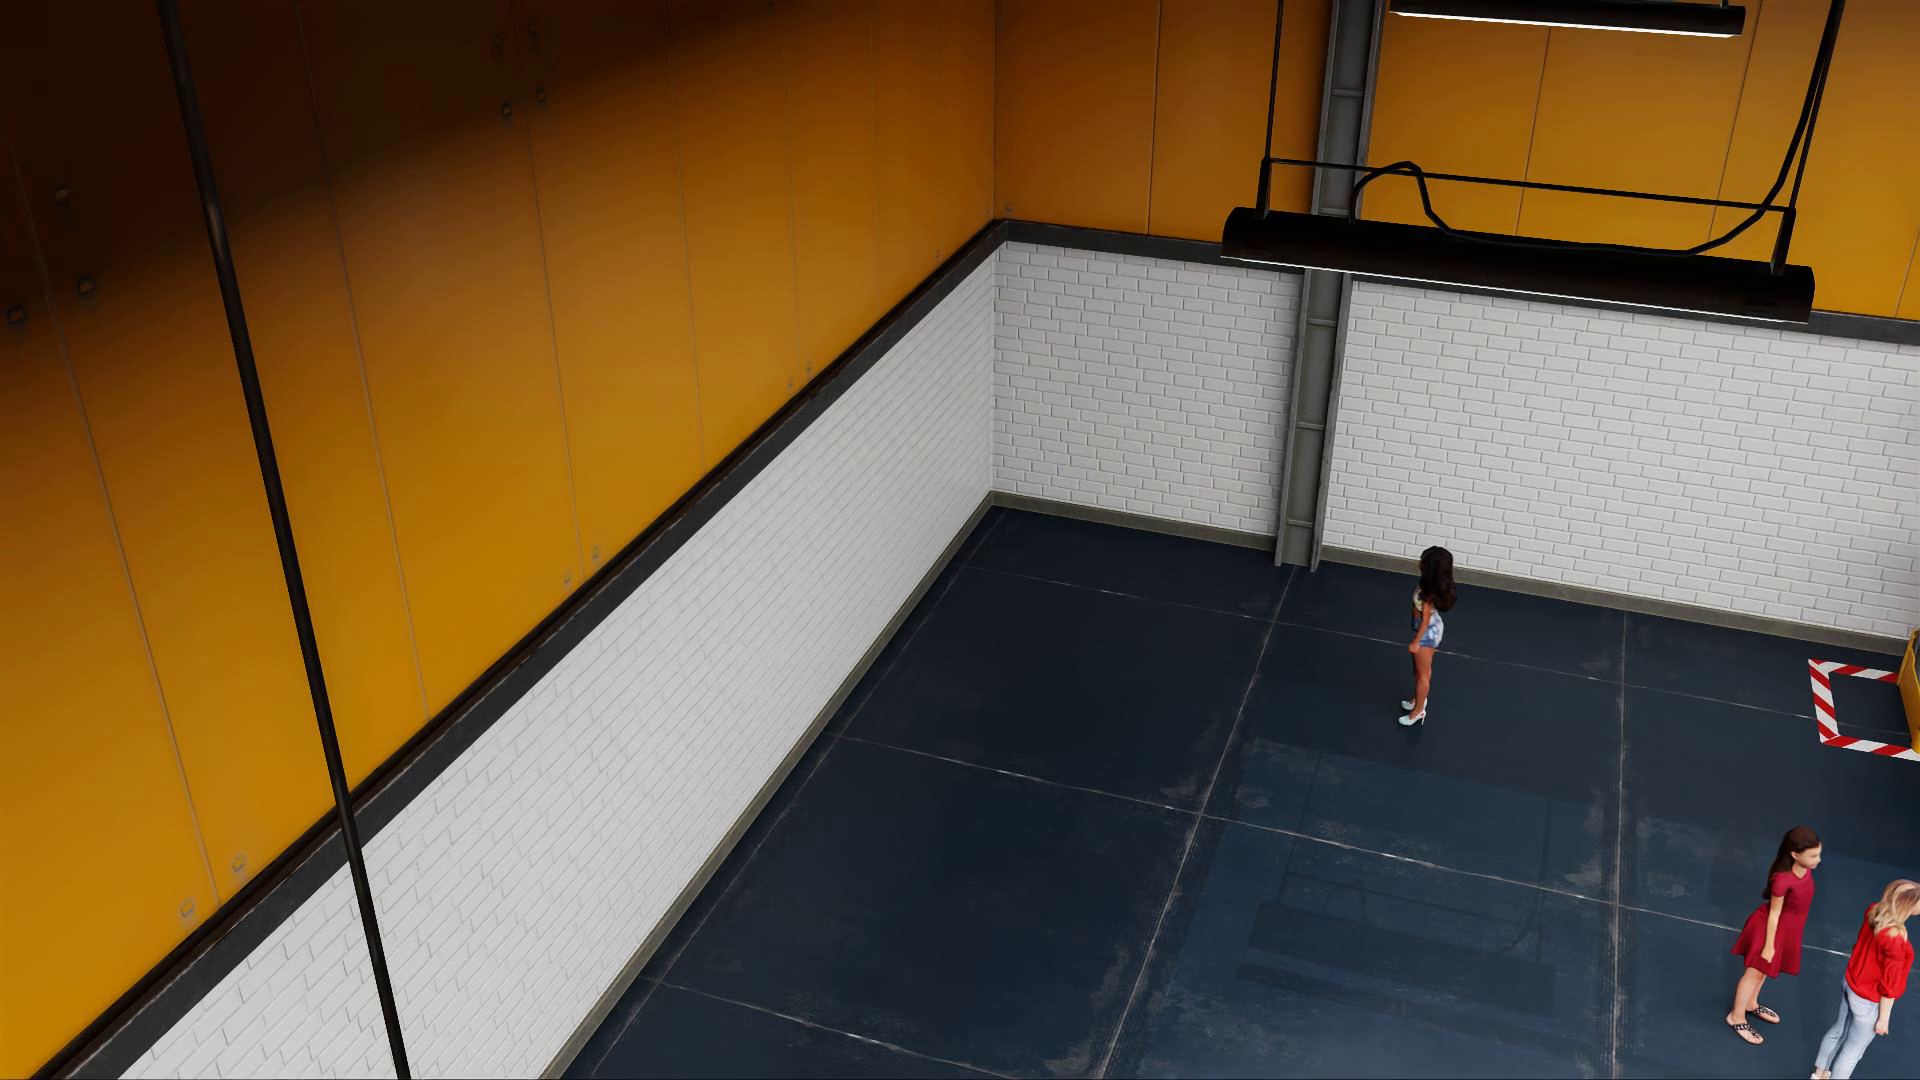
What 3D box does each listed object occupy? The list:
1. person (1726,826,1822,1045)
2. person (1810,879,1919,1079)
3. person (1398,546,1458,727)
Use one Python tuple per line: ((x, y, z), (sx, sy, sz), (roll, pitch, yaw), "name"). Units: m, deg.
((5.108, 2.432, 10.423), (0.653, 1.553, 0.713), (-25, 37, -37), "person")
((5.347, 2.677, 9.815), (0.588, 1.705, 0.662), (3, 29, 5), "person")
((3.749, 0.764, 13.404), (0.537, 1.626, 0.549), (10, 30, 18), "person")
